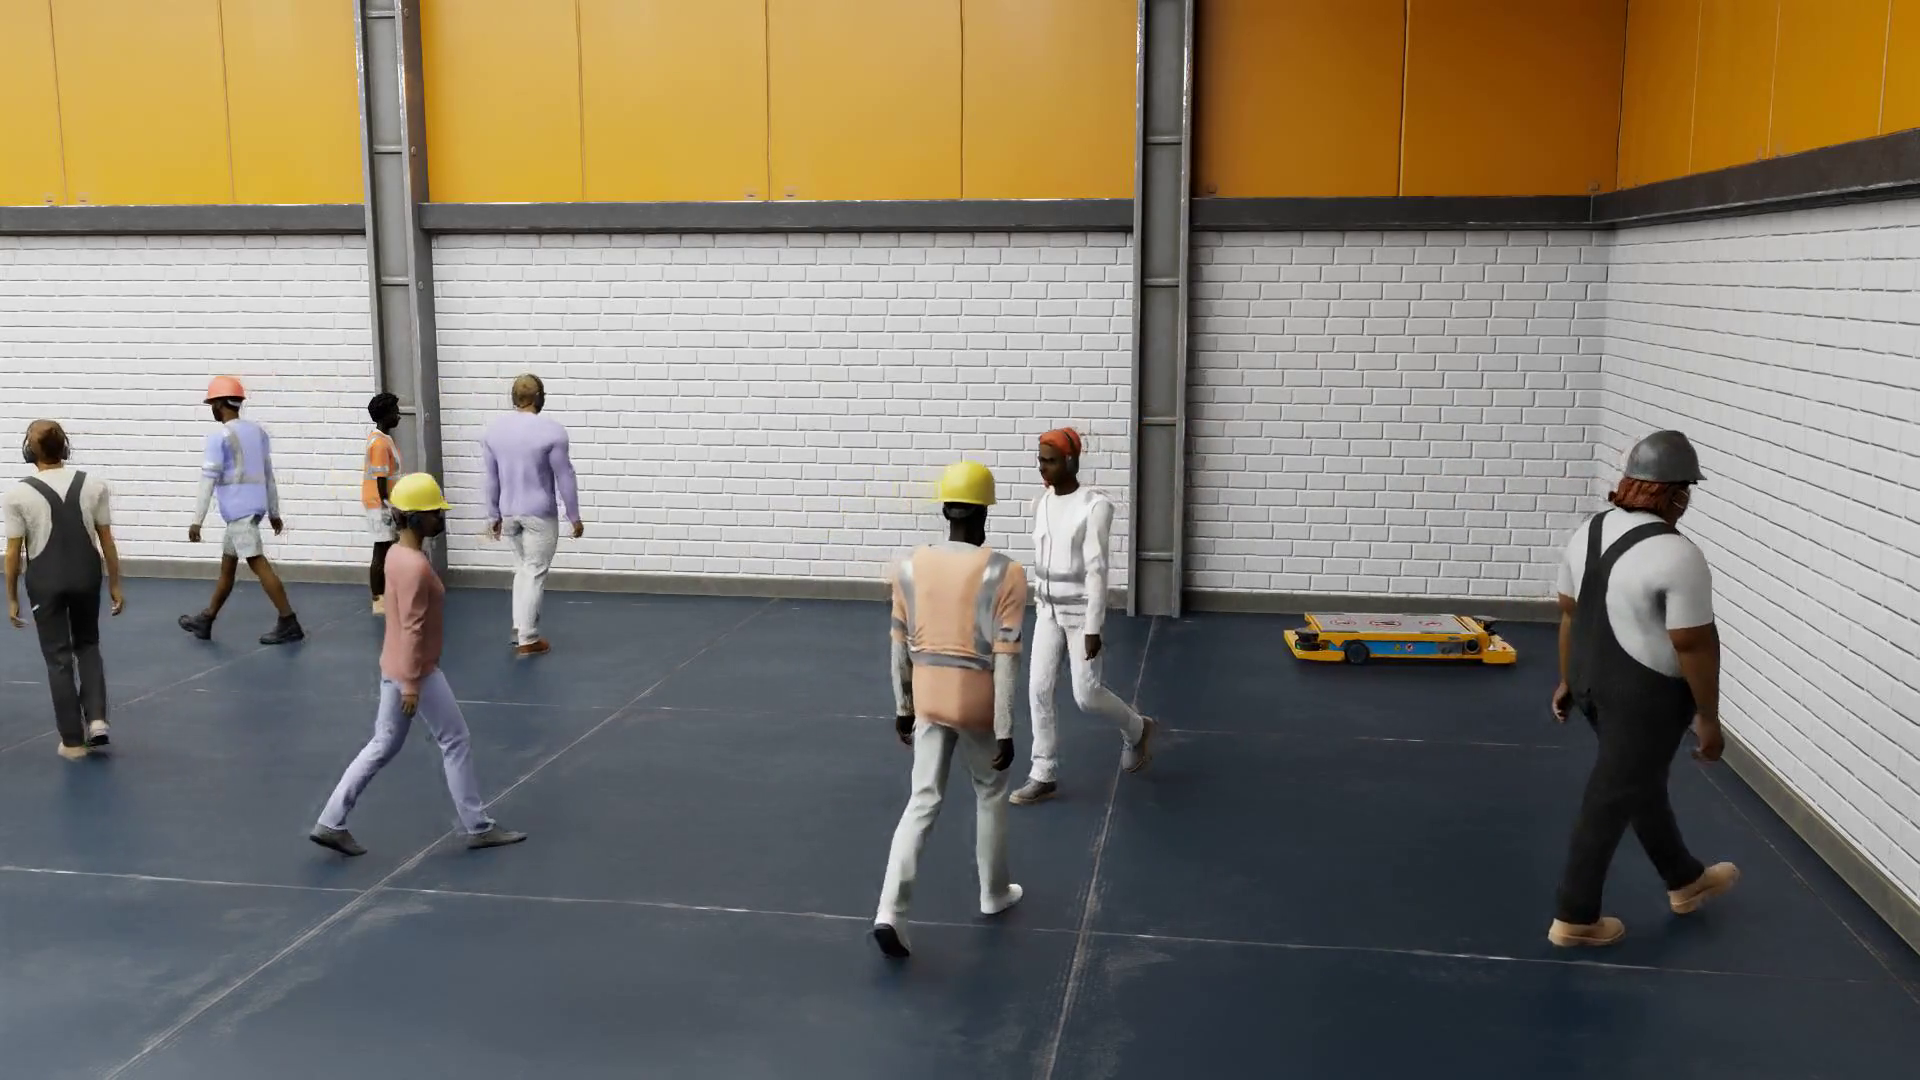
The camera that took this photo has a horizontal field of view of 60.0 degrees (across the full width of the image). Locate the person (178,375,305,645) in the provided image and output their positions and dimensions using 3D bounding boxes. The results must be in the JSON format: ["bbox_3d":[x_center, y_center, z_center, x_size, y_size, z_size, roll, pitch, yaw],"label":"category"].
[{"bbox_3d":[-5.065,-0.197,11.592,1.010,1.870,0.672,2,9,10],"label":"person"}]

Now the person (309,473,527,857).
[{"bbox_3d":[-2.465,0.563,7.362,0.897,1.728,0.540,-5,10,-27],"label":"person"}]

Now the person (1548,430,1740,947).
[{"bbox_3d":[2.728,0.556,6.417,0.992,2.000,0.706,-2,9,-11],"label":"person"}]

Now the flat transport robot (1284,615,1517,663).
[{"bbox_3d":[2.956,0.655,11.252,1.431,0.197,0.652,1,9,3],"label":"flat transport robot"}]

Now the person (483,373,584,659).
[{"bbox_3d":[-2.873,-0.166,11.265,0.639,1.920,0.577,4,10,24],"label":"person"}]

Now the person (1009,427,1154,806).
[{"bbox_3d":[0.595,0.357,8.220,0.788,1.856,0.571,-8,12,-41],"label":"person"}]

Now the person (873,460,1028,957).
[{"bbox_3d":[-0.042,0.638,6.420,0.594,1.888,0.941,4,10,25],"label":"person"}]

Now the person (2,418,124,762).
[{"bbox_3d":[-4.761,0.269,8.830,0.548,1.832,0.404,-9,13,-44],"label":"person"}]

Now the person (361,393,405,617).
[{"bbox_3d":[-4.365,-0.271,12.611,0.321,1.691,0.532,-3,10,-17],"label":"person"}]
